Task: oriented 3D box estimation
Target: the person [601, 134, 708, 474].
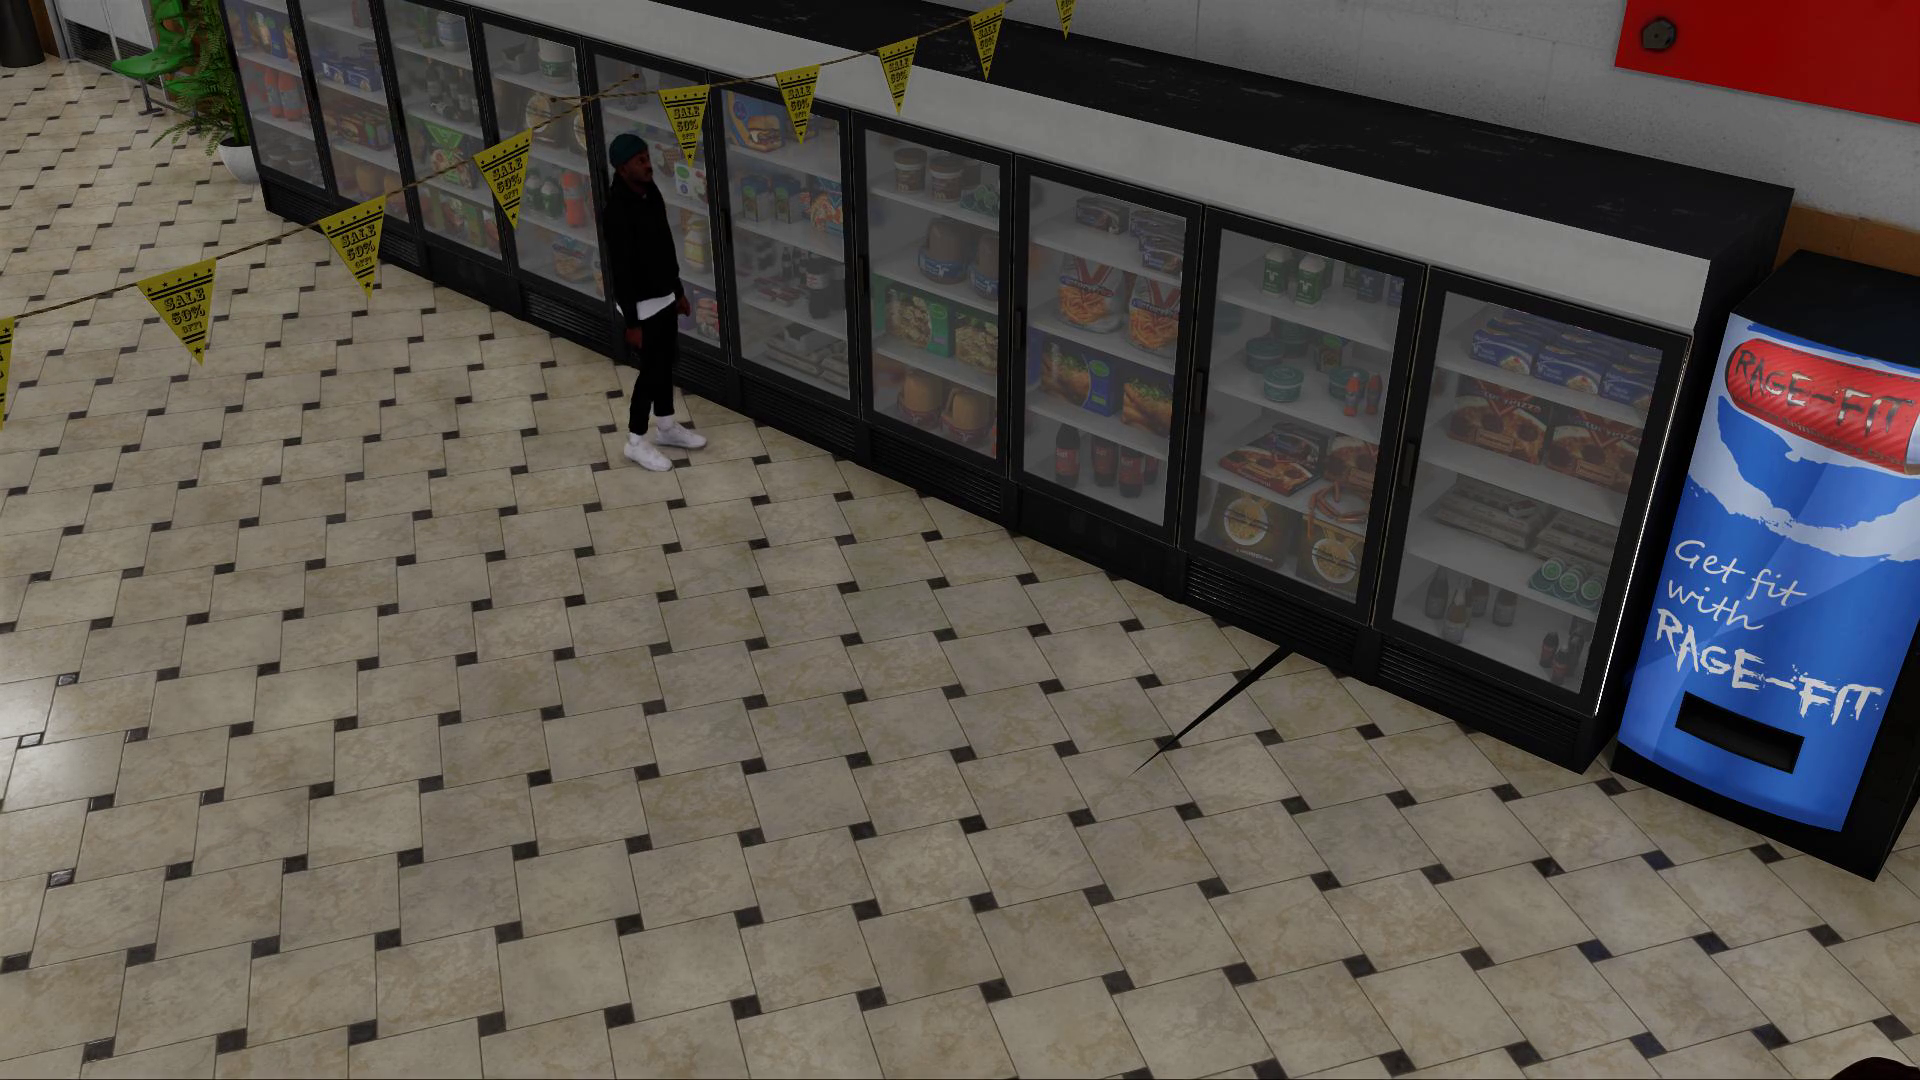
[{"bbox_3d":[-1.695,-1.282,8.856,0.841,1.817,0.717,8,33,13],"label":"person"}]
